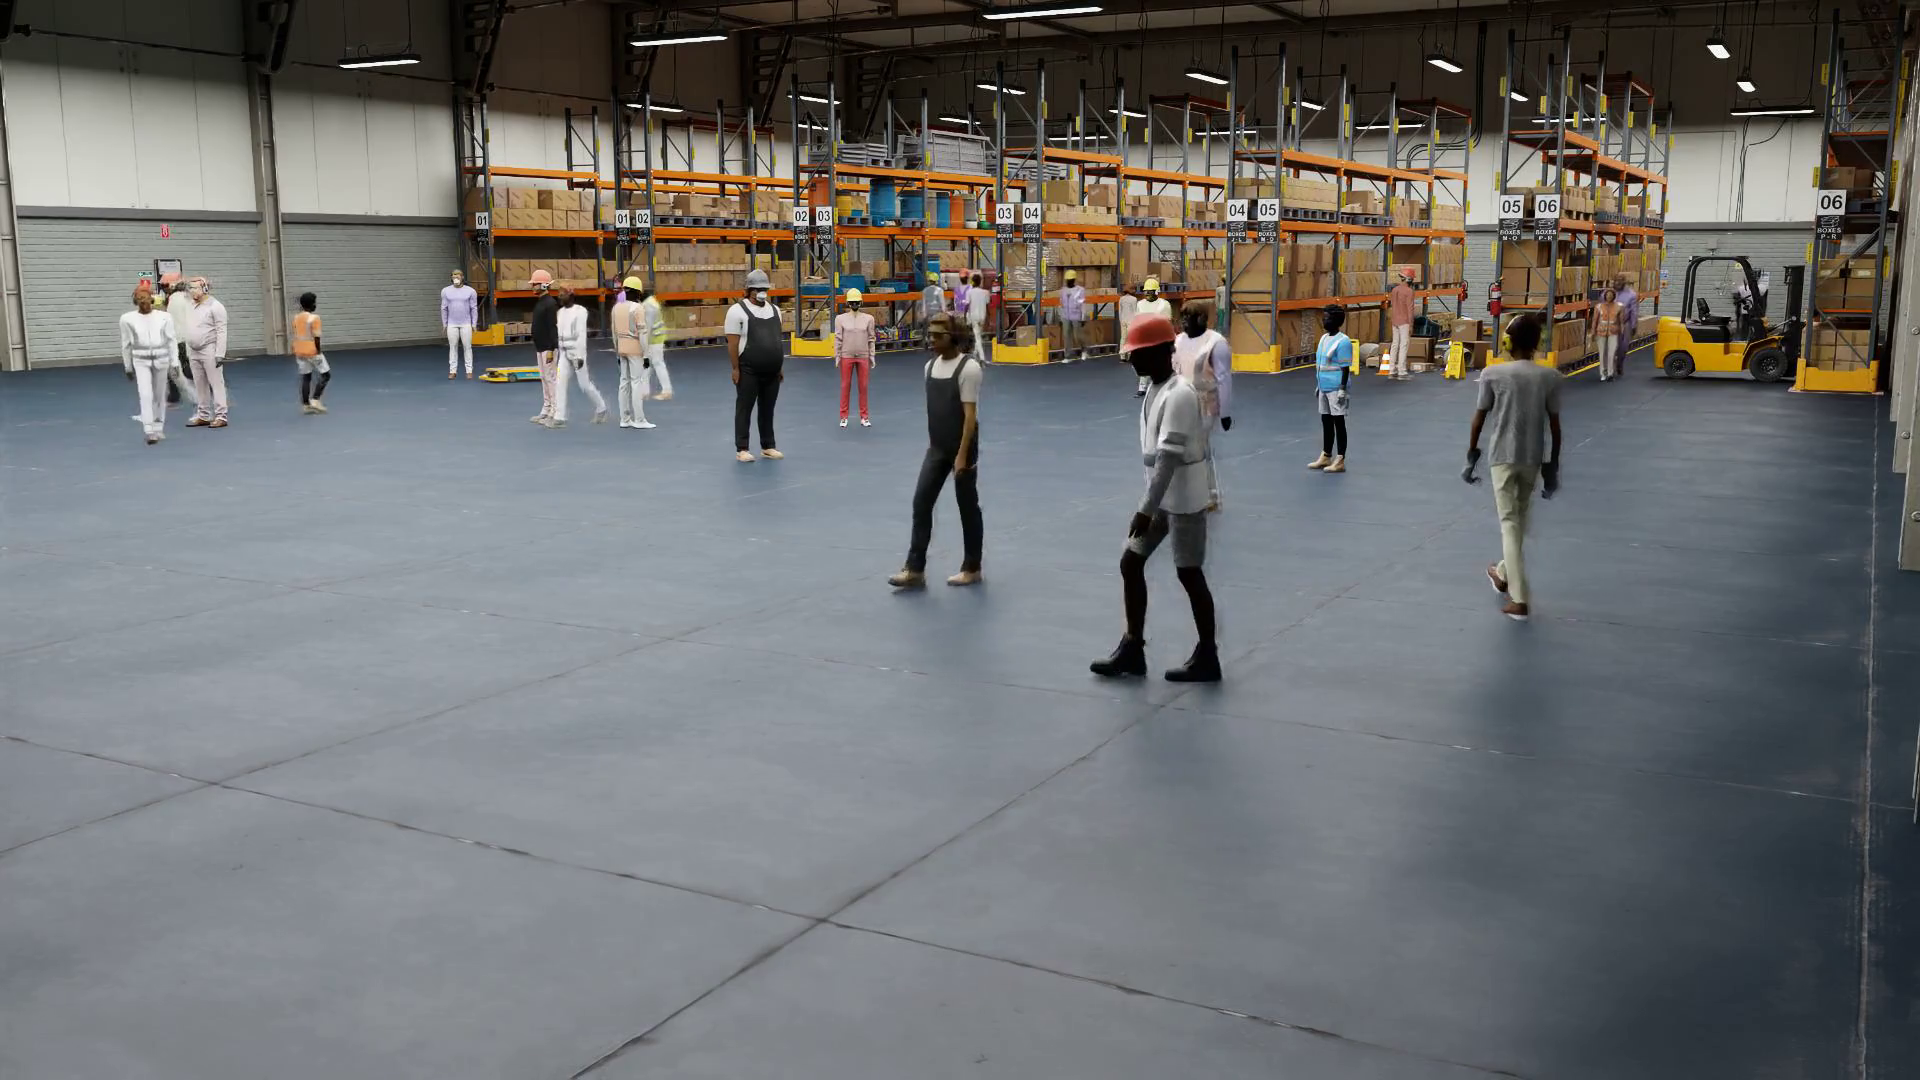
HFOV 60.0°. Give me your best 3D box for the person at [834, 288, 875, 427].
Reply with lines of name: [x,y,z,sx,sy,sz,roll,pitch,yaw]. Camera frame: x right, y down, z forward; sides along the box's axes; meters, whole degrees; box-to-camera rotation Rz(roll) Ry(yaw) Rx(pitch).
person: [-1.338,-2.323,21.244,0.533,1.767,0.313,-2,10,-12]

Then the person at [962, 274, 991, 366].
person: [0.330,-4.399,33.298,0.517,1.813,1.019,-5,11,-27]

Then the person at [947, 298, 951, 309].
person: [-0.204,-7.899,53.522,1.024,1.902,0.716,-1,10,-8]

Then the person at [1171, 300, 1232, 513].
person: [1.888,-1.079,13.847,0.907,1.806,0.639,-6,11,-29]

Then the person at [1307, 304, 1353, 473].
person: [3.760,-1.530,16.802,0.322,1.697,0.530,-3,10,-16]

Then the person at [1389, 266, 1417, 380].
person: [7.830,-3.822,29.348,0.396,1.992,0.622,-3,10,-19]

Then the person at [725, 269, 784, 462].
person: [-2.123,-1.857,17.713,0.684,2.000,0.535,-9,13,-41]

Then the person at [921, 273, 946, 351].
person: [-0.612,-5.173,37.823,0.594,1.812,0.807,9,13,43]

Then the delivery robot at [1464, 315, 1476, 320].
delivery robot: [13.861,-5.915,45.540,0.707,0.478,0.477,-2,10,-9]

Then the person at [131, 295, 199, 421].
person: [-10.403,-2.386,21.853,0.916,1.683,0.489,-4,11,-23]

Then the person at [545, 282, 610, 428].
person: [-4.906,-2.366,21.263,0.592,1.855,0.910,7,12,35]

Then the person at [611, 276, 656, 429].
person: [-4.134,-2.362,21.021,0.586,1.919,0.379,7,12,37]

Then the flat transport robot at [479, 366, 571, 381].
flat transport robot: [-7.606,-2.910,29.048,1.431,0.197,0.652,-6,12,-33]

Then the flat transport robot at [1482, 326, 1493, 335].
flat transport robot: [14.694,-5.758,45.725,0.652,0.197,1.431,2,10,11]

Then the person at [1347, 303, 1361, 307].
person: [11.528,-7.114,48.976,0.587,1.874,1.021,-5,11,-27]

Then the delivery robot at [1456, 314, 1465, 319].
delivery robot: [13.920,-6.012,46.109,0.477,0.478,0.707,-2,10,-15]

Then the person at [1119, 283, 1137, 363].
person: [3.441,-4.420,33.907,0.287,1.633,0.497,-8,13,-39]

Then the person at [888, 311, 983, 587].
person: [-0.138,-0.562,10.805,0.512,1.817,0.820,9,13,41]

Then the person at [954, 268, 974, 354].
person: [0.140,-5.116,37.170,0.550,1.922,0.620,5,11,27]

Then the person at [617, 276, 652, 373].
person: [-6.038,-3.952,30.646,0.586,1.816,0.796,4,11,23]

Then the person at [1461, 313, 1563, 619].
person: [3.385,-0.475,10.268,0.512,1.821,0.985,0,10,-1]

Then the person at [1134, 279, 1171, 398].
person: [2.934,-3.082,25.493,0.595,1.831,0.403,6,12,33]

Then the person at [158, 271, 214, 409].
person: [-11.026,-2.841,23.665,0.797,1.973,0.614,-6,11,-31]

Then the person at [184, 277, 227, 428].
person: [-9.622,-2.380,21.169,0.642,1.909,0.409,4,11,23]

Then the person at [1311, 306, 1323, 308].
person: [8.247,-5.410,38.895,0.568,1.903,0.794,5,11,28]

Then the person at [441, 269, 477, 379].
person: [-8.854,-3.808,29.436,0.628,1.940,0.373,-2,10,-9]

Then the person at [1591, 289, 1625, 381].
person: [11.223,-3.542,28.838,0.545,1.595,0.823,4,11,24]

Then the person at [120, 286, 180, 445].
person: [-9.472,-2.048,19.472,0.581,1.835,1.005,-6,11,-31]

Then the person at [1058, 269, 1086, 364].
person: [2.298,-4.545,33.835,0.595,1.909,0.610,6,11,32]

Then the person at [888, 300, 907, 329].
person: [-1.565,-5.833,42.201,0.512,1.619,0.528,3,10,18]

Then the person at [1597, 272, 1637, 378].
person: [11.701,-3.818,29.629,0.674,1.888,0.434,3,10,16]

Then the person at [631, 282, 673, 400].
person: [-4.674,-2.978,25.022,0.737,1.789,0.651,-3,10,-16]

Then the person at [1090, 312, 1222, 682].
person: [0.993,-0.195,8.421,0.809,1.893,0.551,-2,10,-14]

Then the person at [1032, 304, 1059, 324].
person: [1.940,-5.208,37.679,0.625,1.931,0.376,0,10,0]

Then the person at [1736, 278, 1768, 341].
person: [17.048,-4.874,35.852,0.602,1.883,0.966,6,11,31]

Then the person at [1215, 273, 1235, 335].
person: [6.420,-5.559,40.186,0.523,1.769,0.321,6,11,32]

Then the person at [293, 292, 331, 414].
person: [-8.934,-2.564,22.905,0.536,1.684,0.374,6,11,32]

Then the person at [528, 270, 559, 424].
person: [-5.391,-2.502,21.620,0.377,1.995,0.608,-5,11,-29]
